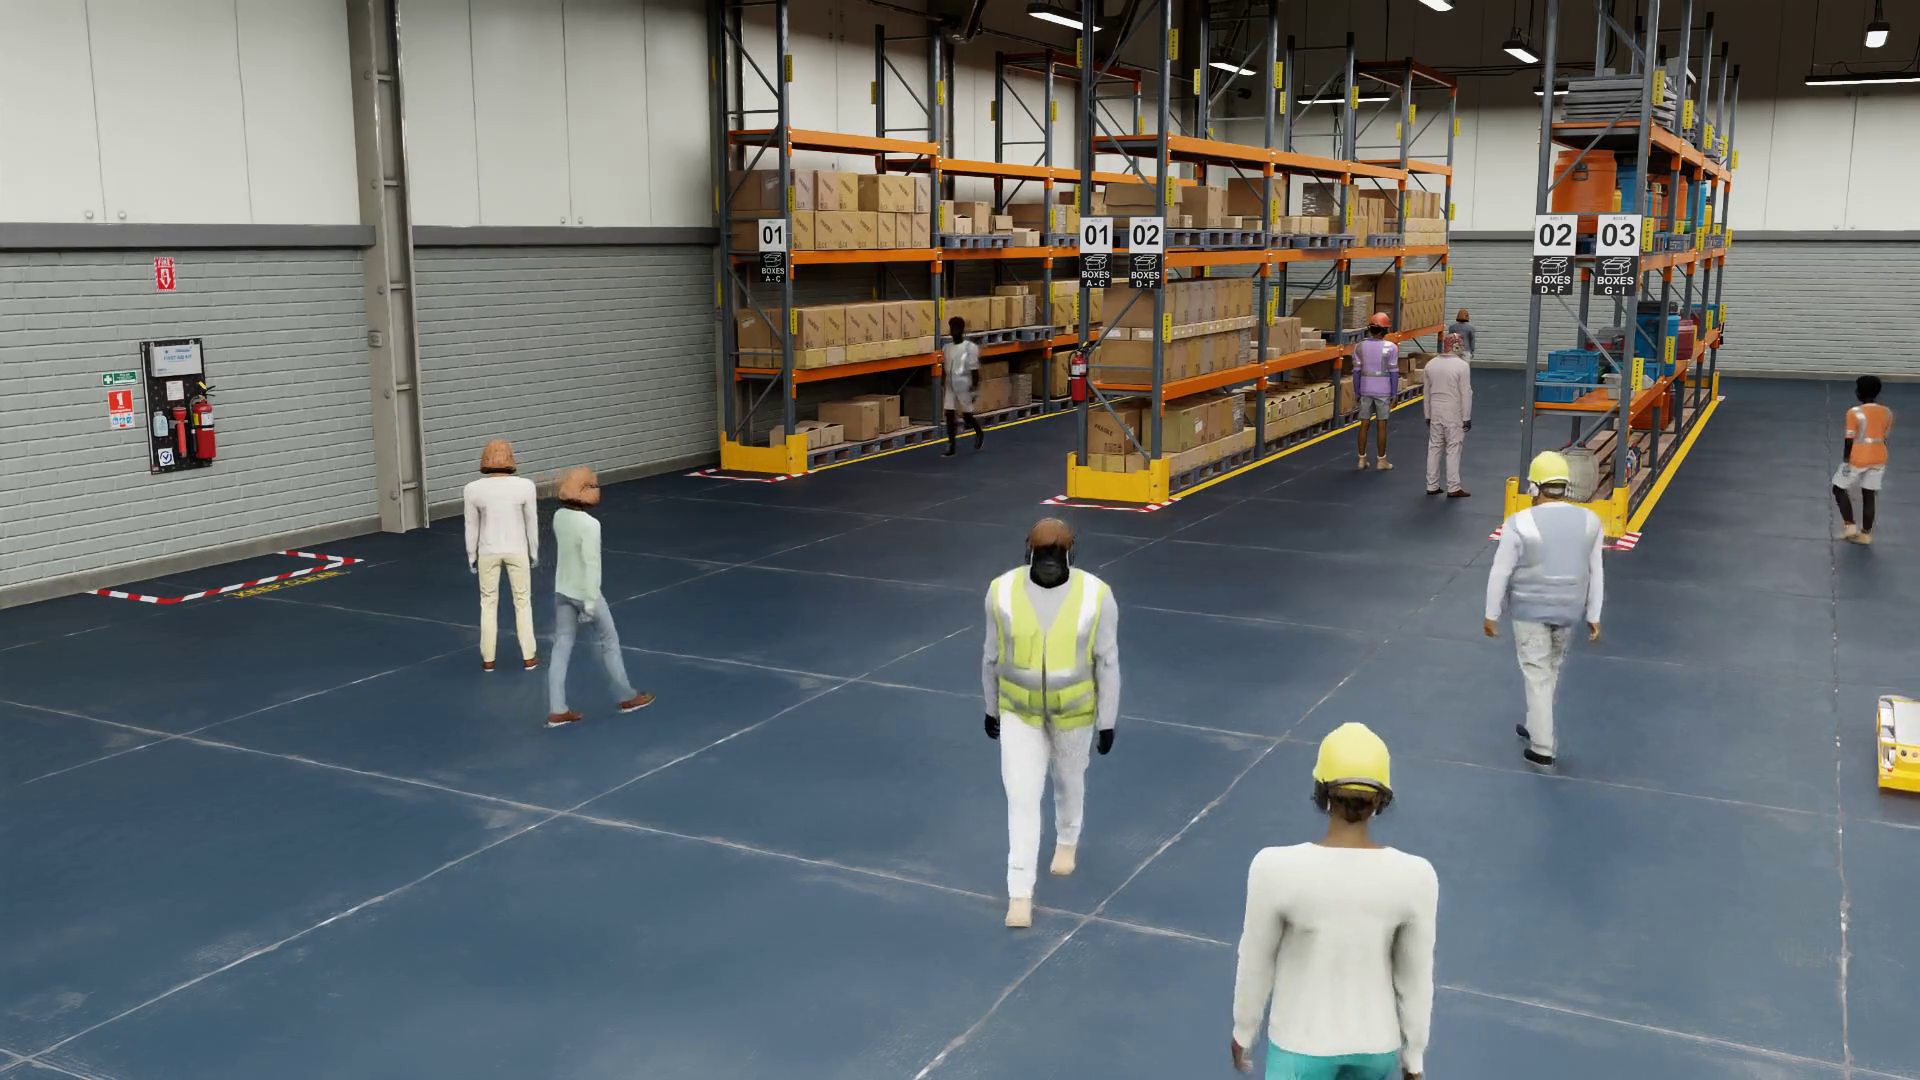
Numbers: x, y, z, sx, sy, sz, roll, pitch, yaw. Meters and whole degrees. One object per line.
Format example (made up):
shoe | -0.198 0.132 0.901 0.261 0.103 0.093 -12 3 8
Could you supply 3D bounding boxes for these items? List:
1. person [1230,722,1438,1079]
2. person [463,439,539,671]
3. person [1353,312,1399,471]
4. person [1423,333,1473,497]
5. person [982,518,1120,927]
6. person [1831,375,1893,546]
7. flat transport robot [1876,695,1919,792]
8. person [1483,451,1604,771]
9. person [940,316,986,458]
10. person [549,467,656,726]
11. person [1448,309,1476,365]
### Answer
person | 1.026 1.361 4.488 0.523 1.734 0.748 -1 10 -6
person | -3.203 0.109 11.645 0.497 1.627 0.302 -2 11 -12
person | 5.383 -1.912 21.509 0.608 2.044 0.378 8 13 36
person | 5.703 -1.449 19.375 0.404 1.903 0.636 -7 13 -34
person | 0.412 0.770 7.607 0.636 1.788 0.976 1 10 7
person | 8.837 -0.772 16.285 0.535 1.687 0.375 -2 11 -11
flat transport robot | 5.630 1.173 9.523 0.652 0.197 1.431 5 12 28
person | 3.321 0.382 9.633 0.627 1.804 0.758 -2 11 -9
person | 0.036 -2.118 22.914 0.611 1.946 0.753 7 13 35
person | -2.297 0.335 10.441 0.518 1.599 0.789 9 14 40
person | 9.550 -3.574 31.689 0.507 1.633 0.278 4 11 21
